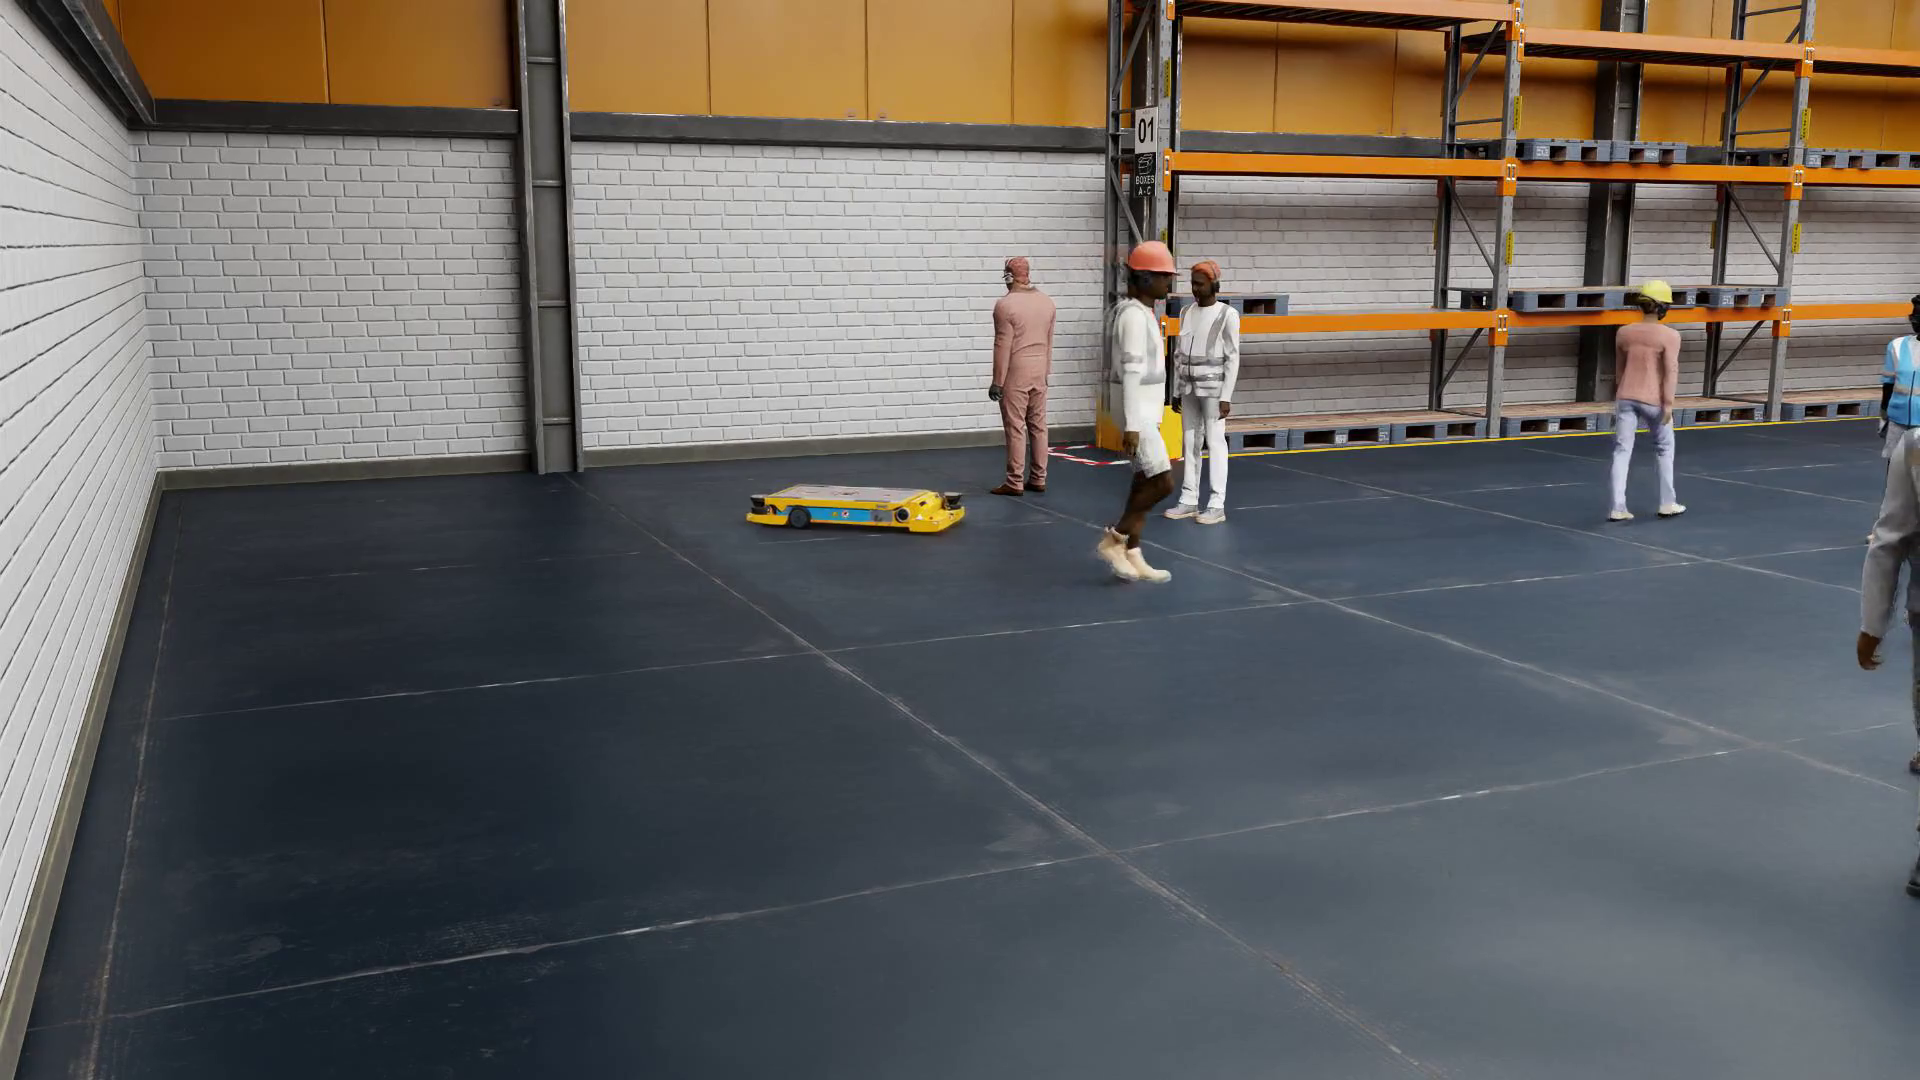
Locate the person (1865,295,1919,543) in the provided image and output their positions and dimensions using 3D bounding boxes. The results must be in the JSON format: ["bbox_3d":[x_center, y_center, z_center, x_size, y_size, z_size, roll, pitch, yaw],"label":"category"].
[{"bbox_3d":[6.332,-0.784,10.974,0.321,1.699,0.536,-7,13,-36],"label":"person"}]

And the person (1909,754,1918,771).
[{"bbox_3d":[3.849,-0.014,6.042,0.376,1.933,0.627,-1,10,-5],"label":"person"}]

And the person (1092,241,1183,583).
[{"bbox_3d":[1.091,-0.726,9.746,0.422,2.024,0.631,2,10,11],"label":"person"}]

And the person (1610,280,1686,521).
[{"bbox_3d":[5.036,-1.007,12.125,0.771,1.740,0.527,-8,13,-39],"label":"person"}]

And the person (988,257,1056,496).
[{"bbox_3d":[0.470,-1.302,13.308,0.636,1.902,0.404,-10,14,-43],"label":"person"}]

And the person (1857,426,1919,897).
[{"bbox_3d":[3.027,0.252,4.930,0.642,1.797,0.632,9,13,40],"label":"person"}]

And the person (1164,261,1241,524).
[{"bbox_3d":[1.752,-1.062,12.013,0.355,1.884,0.575,-8,13,-39],"label":"person"}]

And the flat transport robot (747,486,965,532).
[{"bbox_3d":[-0.741,-0.237,11.912,1.431,0.197,0.652,3,11,16],"label":"flat transport robot"}]
